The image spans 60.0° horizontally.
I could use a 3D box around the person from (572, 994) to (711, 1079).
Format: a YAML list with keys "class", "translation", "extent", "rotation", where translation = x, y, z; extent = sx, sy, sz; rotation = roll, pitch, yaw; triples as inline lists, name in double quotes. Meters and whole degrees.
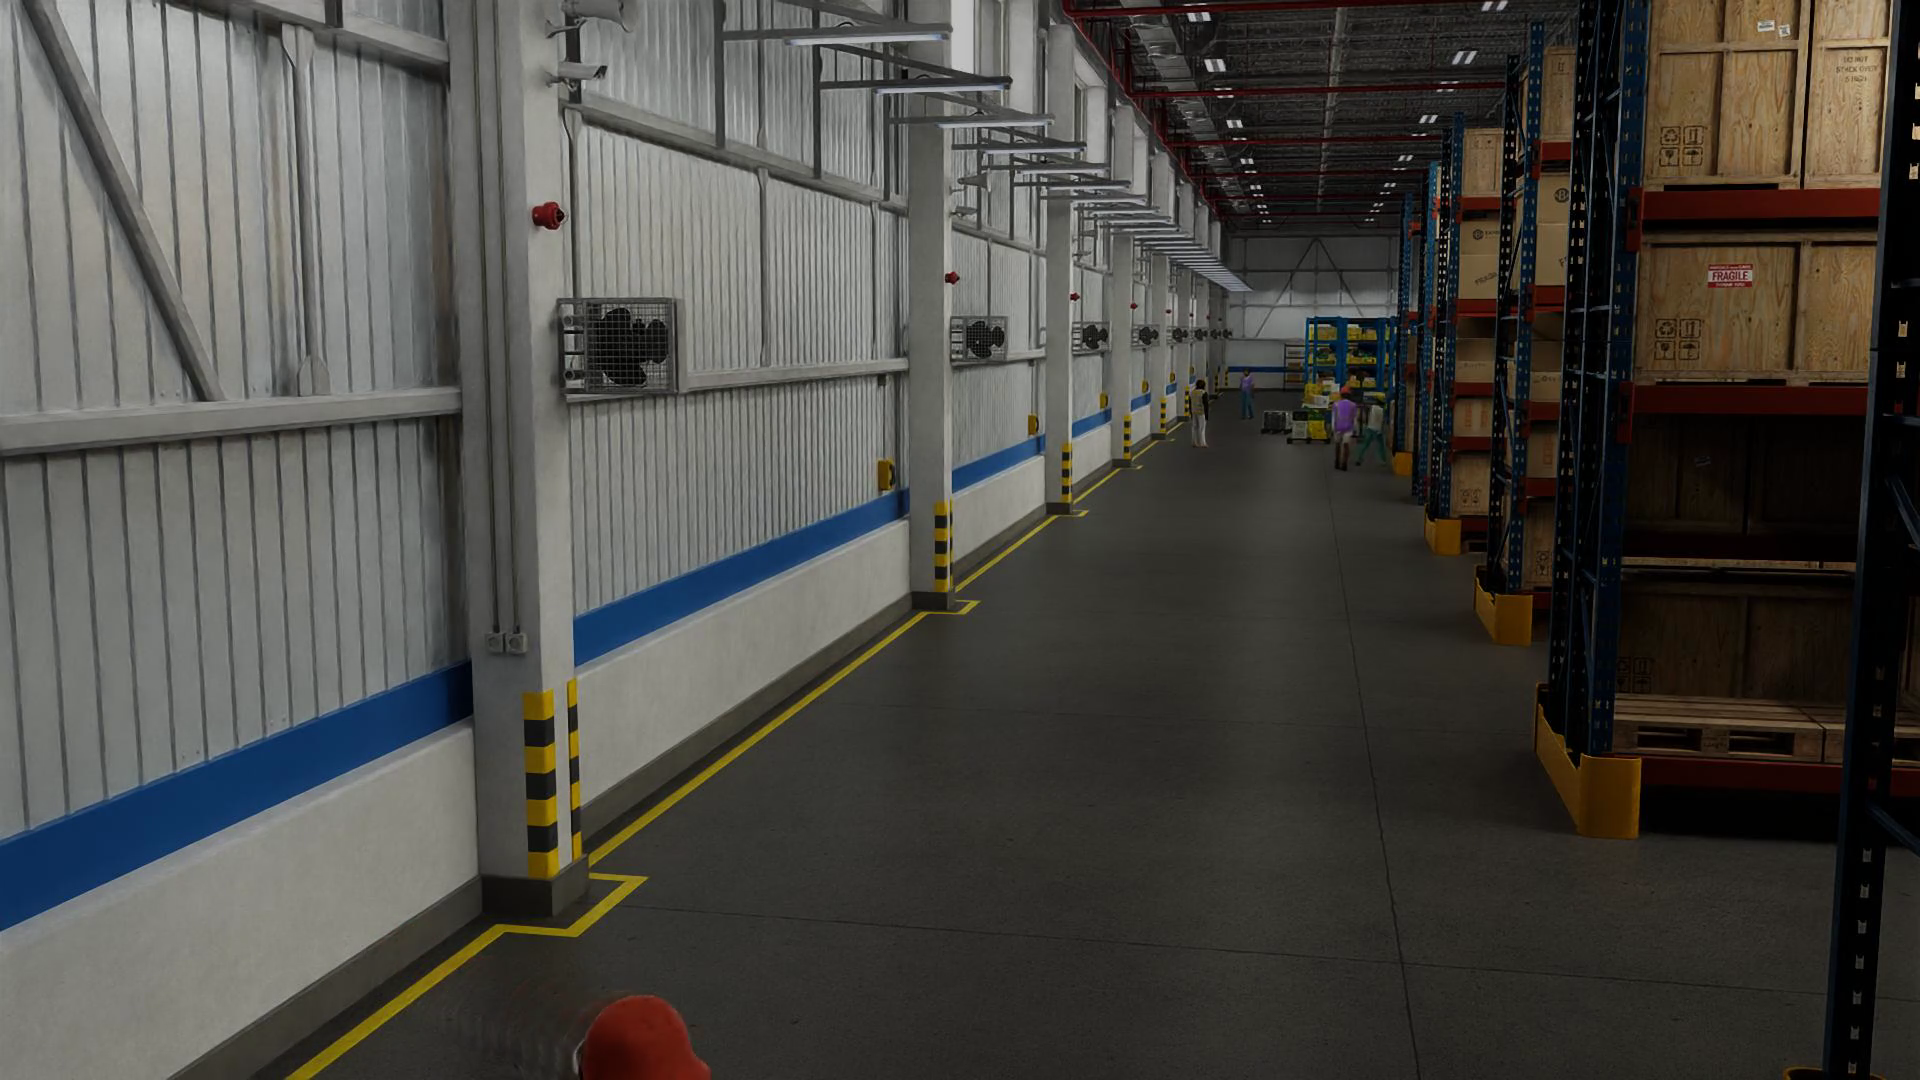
- class: "person"
  translation: [-0.708, 1.809, 3.579]
  extent: [0.933, 1.703, 0.562]
  rotation: [5, 8, 33]

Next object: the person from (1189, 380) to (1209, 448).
- class: "person"
  translation: [6.406, -3.360, 44.432]
  extent: [0.429, 1.840, 0.624]
  rotation: [-6, 9, -40]

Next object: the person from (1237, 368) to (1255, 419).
- class: "person"
  translation: [10.220, -5.217, 59.339]
  extent: [0.515, 1.830, 0.570]
  rotation: [-5, 9, -36]

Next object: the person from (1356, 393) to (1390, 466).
- class: "person"
  translation: [9.596, -2.557, 38.541]
  extent: [0.907, 1.705, 0.572]
  rotation: [-2, 8, -19]

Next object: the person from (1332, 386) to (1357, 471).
- class: "person"
  translation: [8.615, -2.501, 37.341]
  extent: [0.568, 1.886, 0.974]
  rotation: [1, 7, 8]
